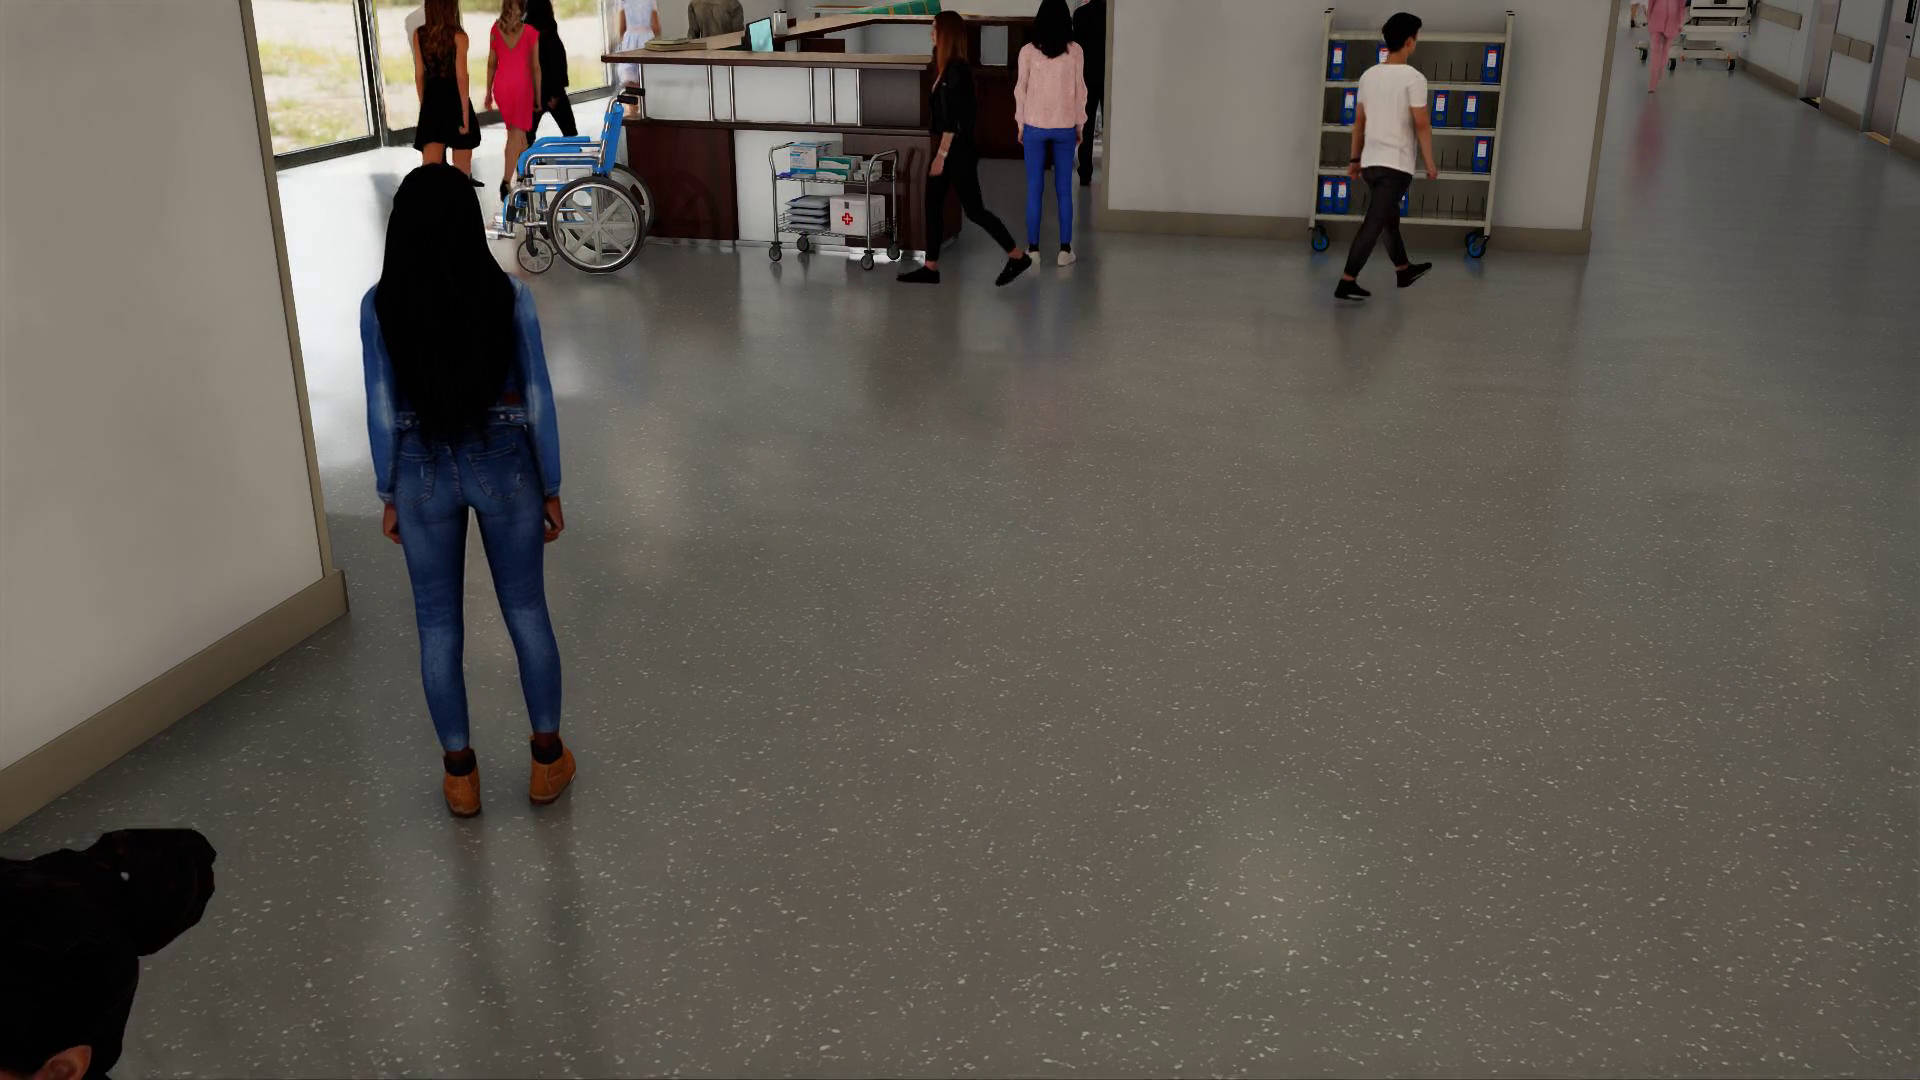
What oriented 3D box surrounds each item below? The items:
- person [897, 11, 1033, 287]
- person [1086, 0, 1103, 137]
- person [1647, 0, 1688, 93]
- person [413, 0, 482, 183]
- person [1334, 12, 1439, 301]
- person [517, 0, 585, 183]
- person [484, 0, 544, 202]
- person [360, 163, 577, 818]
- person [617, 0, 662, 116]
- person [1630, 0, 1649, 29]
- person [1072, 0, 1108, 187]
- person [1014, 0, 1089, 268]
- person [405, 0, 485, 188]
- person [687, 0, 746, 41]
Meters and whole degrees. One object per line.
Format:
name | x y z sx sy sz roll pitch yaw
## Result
person | 0.076 -2.403 10.396 1.163 1.684 0.890 -3 21 -9
person | 1.445 -5.258 17.732 0.583 1.827 0.640 11 23 26
person | 9.313 -6.816 21.939 1.069 1.760 0.770 8 22 20
person | -3.564 -2.853 11.421 1.099 1.800 0.786 2 21 5
person | 2.525 -2.272 10.055 1.134 1.681 1.073 -11 23 -27
person | -3.681 -3.871 14.435 1.105 1.569 0.870 11 23 27
person | -3.661 -3.582 13.534 0.997 1.666 0.705 4 21 9
person | -1.266 -0.106 4.292 0.624 1.712 0.748 -5 21 -13
person | -3.170 -4.737 16.433 1.192 1.773 0.914 0 21 0
person | 13.835 -11.174 33.786 0.973 1.519 0.875 16 26 35
person | 1.211 -4.001 14.457 0.579 1.797 0.778 9 23 23
person | 0.603 -2.736 11.155 0.558 1.769 0.755 1 21 2
person | -4.426 -3.781 13.892 0.698 1.786 0.810 11 23 27
person | -2.168 -4.206 14.900 0.507 1.867 0.768 4 21 11
